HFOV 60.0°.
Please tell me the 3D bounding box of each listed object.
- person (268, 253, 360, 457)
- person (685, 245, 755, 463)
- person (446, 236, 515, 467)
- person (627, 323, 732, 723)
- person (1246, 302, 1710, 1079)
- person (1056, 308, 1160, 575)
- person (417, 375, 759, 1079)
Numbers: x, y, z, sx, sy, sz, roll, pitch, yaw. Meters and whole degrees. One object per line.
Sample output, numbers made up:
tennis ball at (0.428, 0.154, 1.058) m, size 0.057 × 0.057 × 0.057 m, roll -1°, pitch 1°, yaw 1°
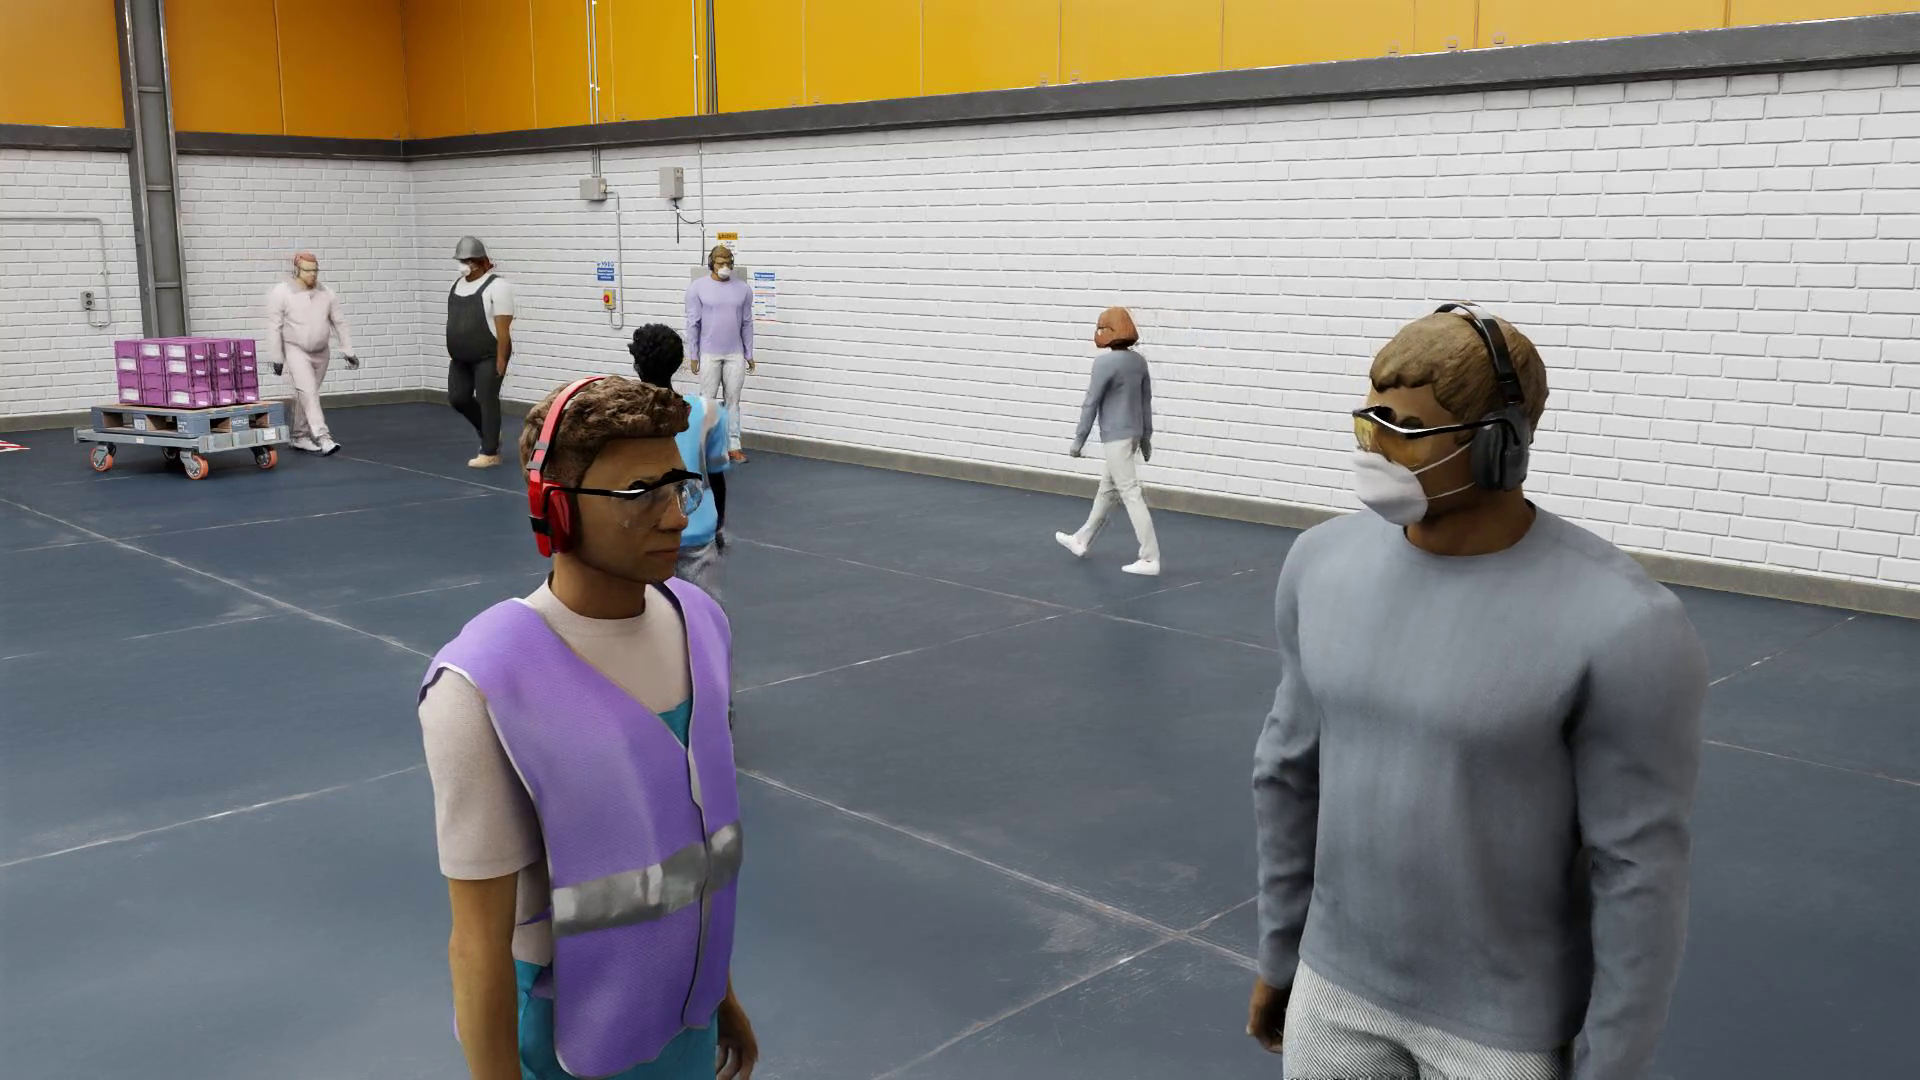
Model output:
person at (-5.937, -1.697, 15.301) m, size 0.990 × 1.844 × 0.672 m, roll 7°, pitch 13°, yaw 35°
person at (-2.115, -1.638, 14.761) m, size 0.627 × 1.938 × 0.373 m, roll -5°, pitch 12°, yaw -27°
person at (-4.224, -1.656, 14.572) m, size 0.684 × 2.000 × 0.576 m, roll 5°, pitch 12°, yaw 27°
person at (-1.149, -0.022, 6.625) m, size 0.543 × 1.681 × 0.594 m, roll -5°, pitch 12°, yaw -26°
person at (0.663, 0.647, 2.305) m, size 0.379 × 1.937 × 0.629 m, roll -9°, pitch 14°, yaw -40°
person at (0.898, -0.605, 10.095) m, size 0.879 × 1.580 × 0.507 m, roll 8°, pitch 13°, yaw 37°
person at (-0.484, 0.694, 2.289) m, size 0.385 × 1.845 × 0.569 m, roll 4°, pitch 11°, yaw 22°
